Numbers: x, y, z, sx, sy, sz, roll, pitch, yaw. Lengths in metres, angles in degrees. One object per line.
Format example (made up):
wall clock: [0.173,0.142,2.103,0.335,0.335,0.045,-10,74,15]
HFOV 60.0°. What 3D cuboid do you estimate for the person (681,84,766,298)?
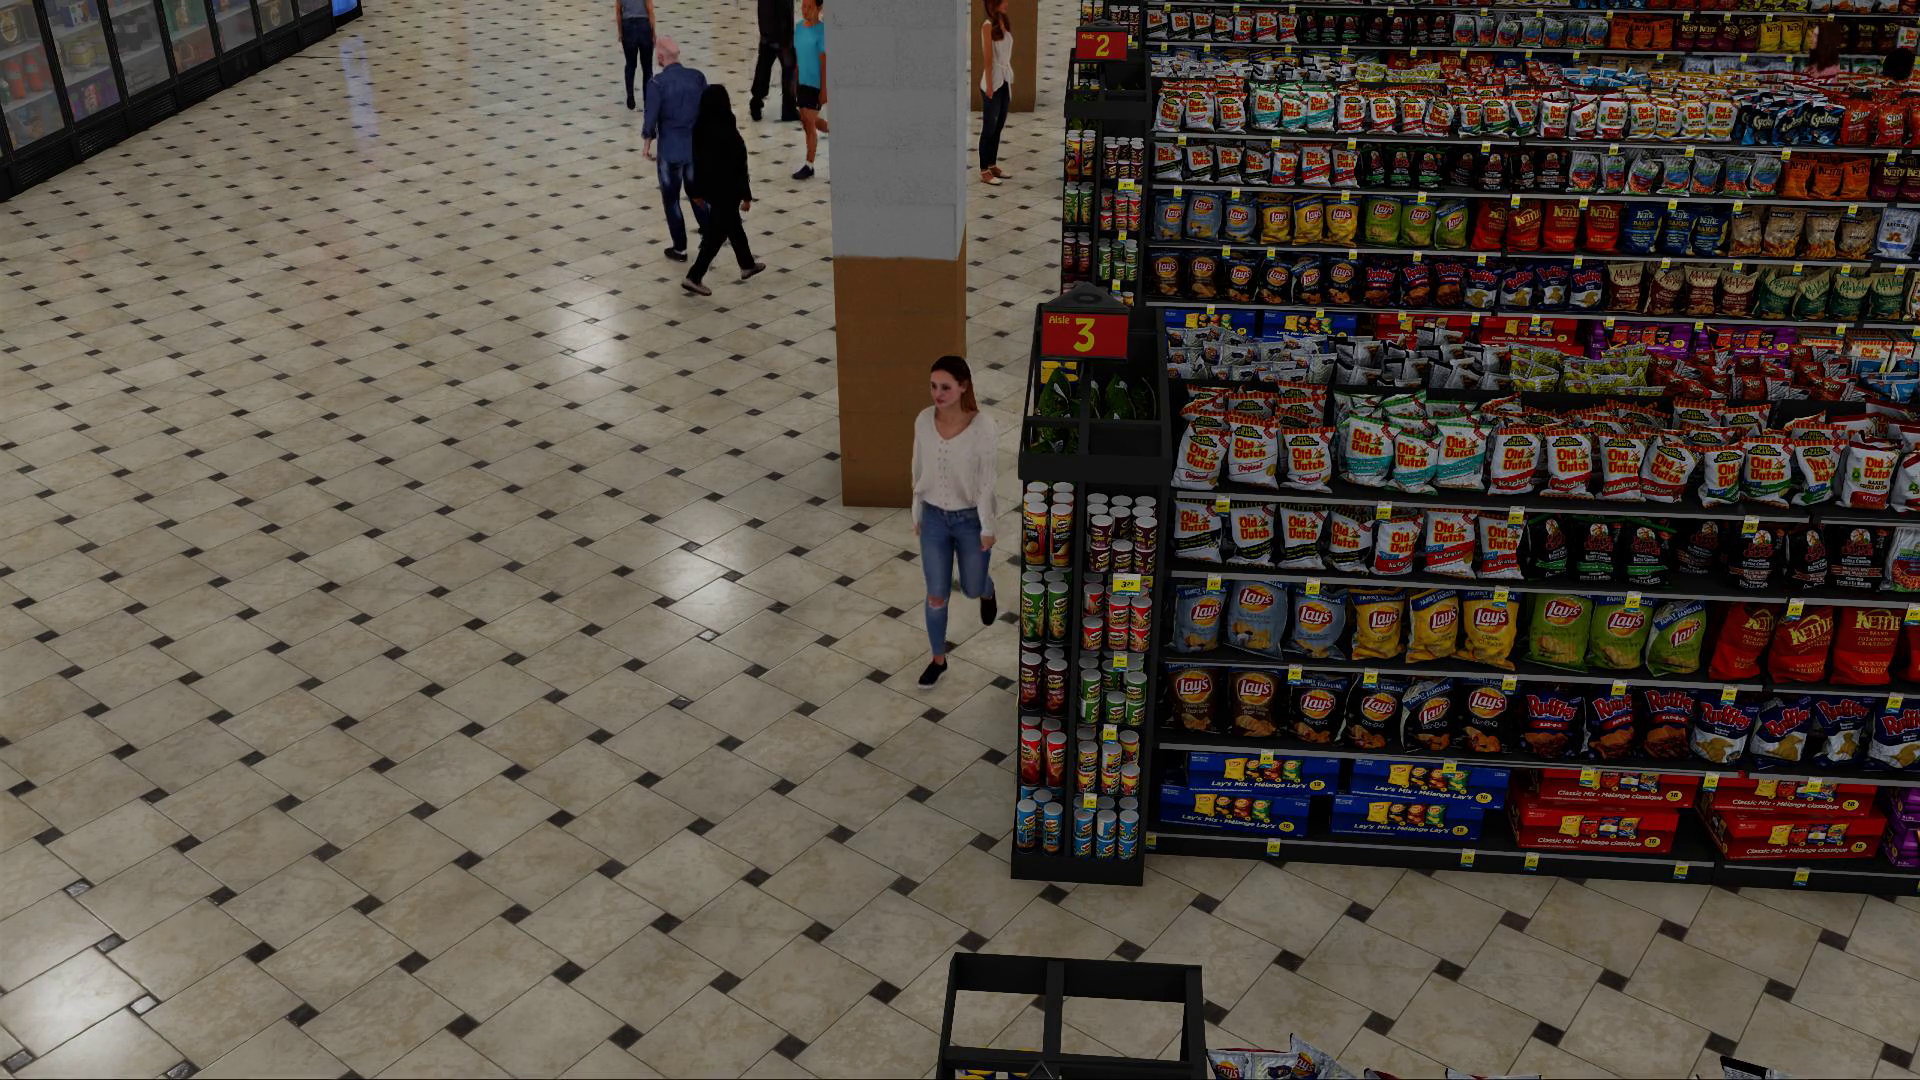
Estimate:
person: [-1.903,-2.641,12.808,1.180,1.566,1.134,23,36,35]

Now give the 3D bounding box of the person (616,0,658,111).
person: [-3.443,-5.389,17.693,0.763,1.709,0.642,1,29,2]

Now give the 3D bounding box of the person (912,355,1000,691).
person: [0.011,-0.111,8.058,0.958,1.676,0.852,11,31,19]

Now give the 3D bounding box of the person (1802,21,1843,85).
person: [7.236,-3.450,14.059,0.711,1.786,0.626,2,29,3]

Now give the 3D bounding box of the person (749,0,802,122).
person: [-1.989,-5.283,17.413,1.034,1.791,0.984,-23,36,-36]

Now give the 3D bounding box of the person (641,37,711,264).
person: [-2.241,-3.112,13.411,0.860,1.815,0.920,-22,36,-35]

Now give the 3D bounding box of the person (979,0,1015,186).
person: [0.326,-4.244,15.516,0.658,1.784,0.675,14,32,24]

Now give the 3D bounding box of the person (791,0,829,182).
person: [-1.303,-4.264,15.583,1.072,1.756,1.000,-20,34,-32]
